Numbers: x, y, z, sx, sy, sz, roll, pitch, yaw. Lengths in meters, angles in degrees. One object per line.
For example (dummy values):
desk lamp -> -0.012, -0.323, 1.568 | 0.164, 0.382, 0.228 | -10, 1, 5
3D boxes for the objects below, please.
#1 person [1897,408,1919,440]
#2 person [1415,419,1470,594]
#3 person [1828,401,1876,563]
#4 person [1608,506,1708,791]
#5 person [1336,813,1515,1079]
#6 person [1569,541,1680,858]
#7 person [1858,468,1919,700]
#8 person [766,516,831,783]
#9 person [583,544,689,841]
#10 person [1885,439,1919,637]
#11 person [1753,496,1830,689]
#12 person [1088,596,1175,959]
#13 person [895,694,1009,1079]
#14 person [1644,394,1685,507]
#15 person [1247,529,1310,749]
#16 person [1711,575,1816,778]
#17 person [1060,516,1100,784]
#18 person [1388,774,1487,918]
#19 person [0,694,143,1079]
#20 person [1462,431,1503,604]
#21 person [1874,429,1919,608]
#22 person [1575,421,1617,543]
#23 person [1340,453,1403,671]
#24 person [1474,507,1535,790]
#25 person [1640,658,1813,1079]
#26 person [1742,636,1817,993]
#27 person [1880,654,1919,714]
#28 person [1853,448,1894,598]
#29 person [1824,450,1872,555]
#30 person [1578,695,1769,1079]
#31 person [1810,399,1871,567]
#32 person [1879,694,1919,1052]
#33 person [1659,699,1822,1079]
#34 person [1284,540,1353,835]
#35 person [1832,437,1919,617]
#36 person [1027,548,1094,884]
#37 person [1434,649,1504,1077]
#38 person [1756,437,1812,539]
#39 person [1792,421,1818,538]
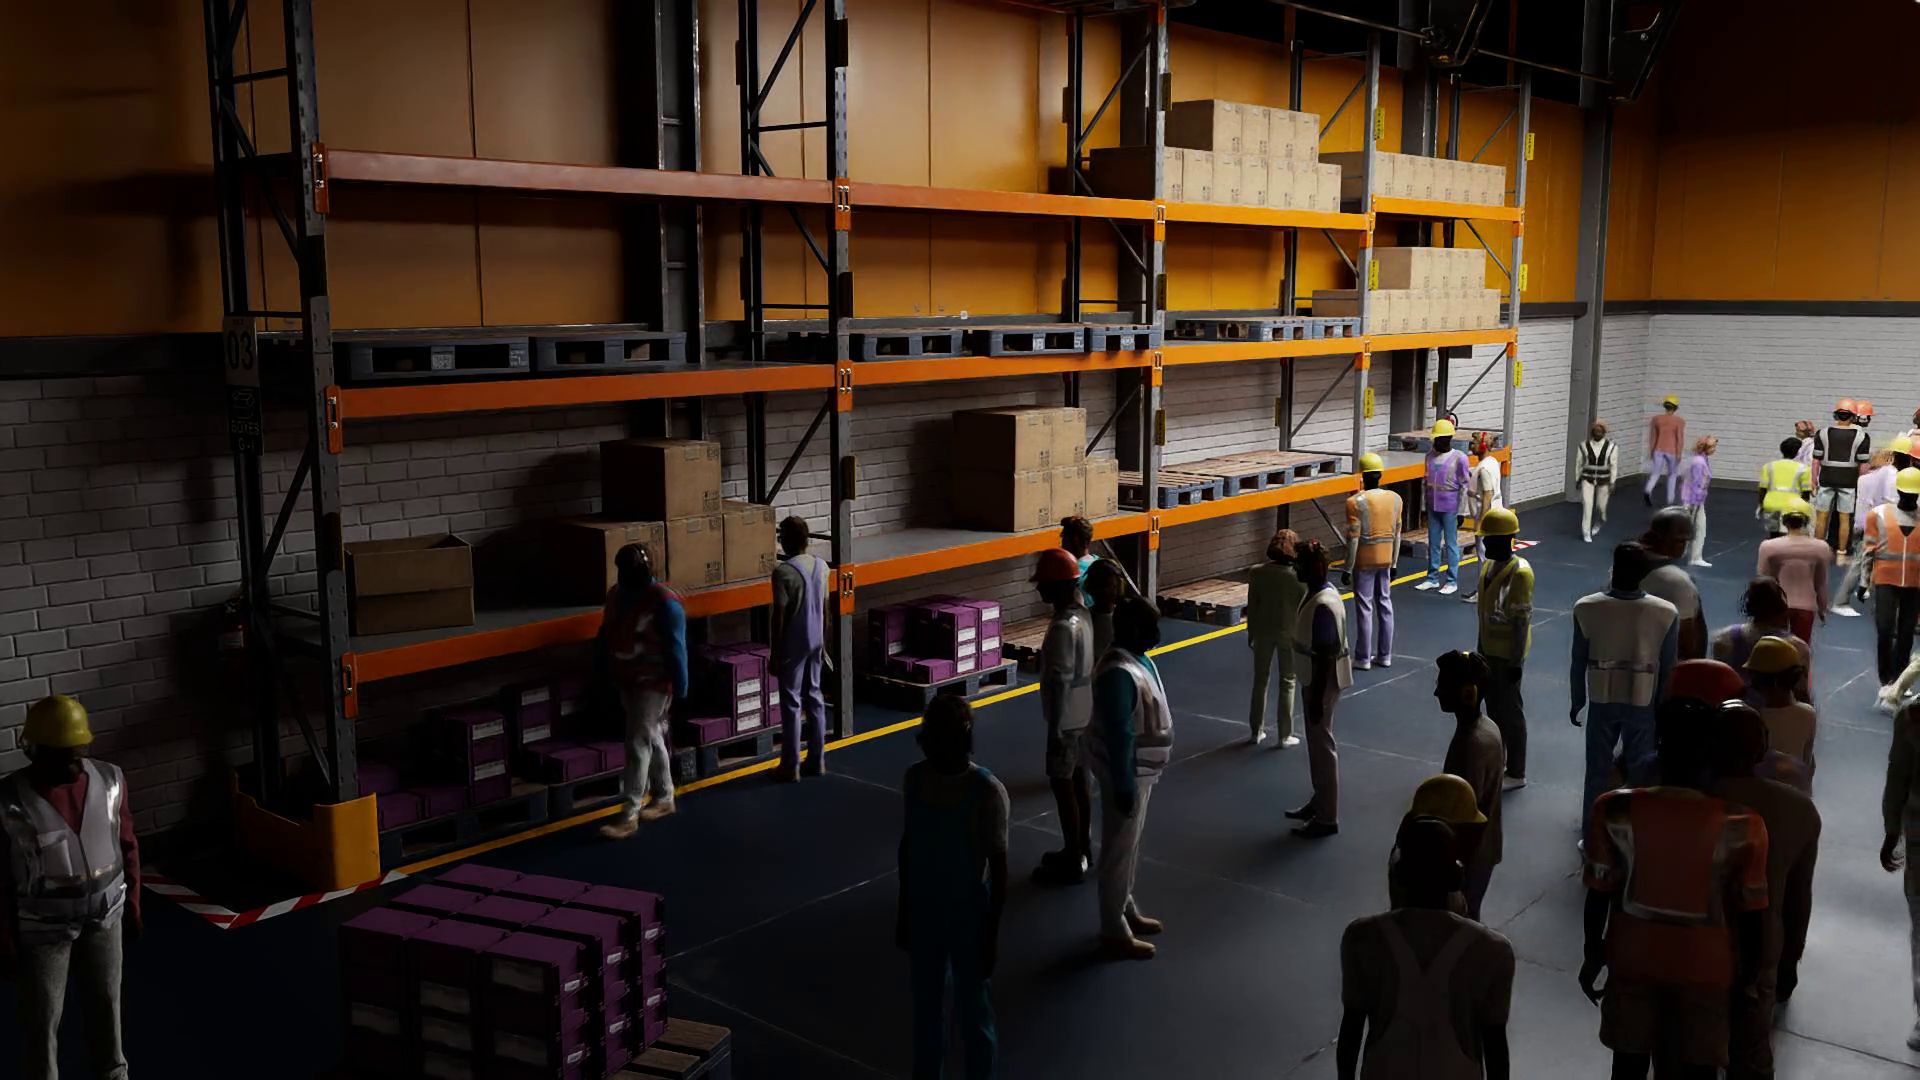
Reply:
person -> 12.002, -0.732, 20.830 | 0.576, 1.878, 0.360 | 8, 12, 42
person -> 5.303, -0.365, 18.298 | 0.384, 1.925, 0.593 | -6, 11, -33
person -> 10.928, -0.711, 20.353 | 0.412, 1.986, 0.619 | 0, 9, -1
person -> 4.433, 0.764, 10.650 | 0.670, 2.000, 0.719 | -2, 9, -10
person -> 1.396, 1.733, 5.051 | 0.502, 1.839, 0.343 | 3, 9, 18
person -> 3.895, 0.958, 9.785 | 0.593, 1.921, 0.388 | 4, 10, 22
person -> 7.763, 0.357, 13.681 | 0.632, 1.905, 0.516 | 4, 10, 23
person -> -1.106, 0.746, 11.442 | 0.353, 1.835, 0.516 | 7, 12, 40
person -> -2.070, 0.928, 10.344 | 0.641, 1.808, 0.839 | 8, 12, 43
person -> 9.202, -0.020, 16.067 | 0.542, 1.930, 0.367 | -2, 9, -12
person -> 6.518, 0.535, 13.052 | 0.544, 1.749, 0.475 | 2, 9, 14
person -> 0.878, 1.192, 8.535 | 0.429, 1.840, 0.631 | 2, 9, 14
person -> -0.048, 1.504, 6.542 | 0.519, 1.844, 0.345 | 6, 11, 35
person -> 10.675, -1.344, 25.207 | 0.742, 1.741, 0.529 | -8, 12, -42
person -> 2.350, 0.726, 12.247 | 0.506, 1.624, 0.288 | 5, 10, 28
person -> 4.377, 1.110, 9.135 | 0.438, 1.814, 0.626 | -7, 11, -39
person -> 0.838, 0.753, 11.344 | 0.396, 1.847, 0.565 | 4, 10, 23
person -> 1.646, 1.664, 5.848 | 0.341, 1.736, 0.486 | -1, 9, -4
person -> -3.542, 1.500, 6.606 | 0.403, 1.825, 0.592 | 6, 11, 36
person -> 5.589, -0.239, 17.737 | 0.391, 1.848, 0.563 | 3, 9, 19
person -> 9.887, -0.201, 17.293 | 0.643, 1.913, 0.410 | 8, 12, 41
person -> 8.414, -0.791, 22.028 | 0.526, 1.614, 0.658 | 3, 9, 19
person -> 3.620, 0.194, 14.700 | 0.589, 1.924, 0.384 | -4, 10, -24
person -> 3.656, 0.729, 11.287 | 0.408, 1.918, 0.584 | -1, 9, -9
person -> 2.913, 1.458, 6.356 | 0.669, 1.998, 0.878 | 3, 9, 19
person -> 3.829, 1.327, 7.905 | 0.522, 1.768, 0.313 | -6, 10, -33
person -> 7.669, 0.643, 12.894 | 0.879, 1.591, 0.505 | 6, 11, 36
person -> 9.954, -0.175, 18.014 | 0.500, 1.634, 0.286 | 2, 9, 14
person -> 10.932, -0.613, 20.499 | 0.485, 1.739, 0.314 | 8, 12, 42
person -> 2.557, 1.522, 5.997 | 0.611, 1.964, 0.364 | 4, 10, 26
person -> 10.610, -0.687, 20.073 | 0.613, 2.028, 0.409 | 5, 10, 32
person -> 4.446, 1.319, 7.400 | 0.614, 1.934, 0.510 | 8, 12, 42
person -> 2.765, 1.530, 6.036 | 0.635, 1.937, 0.353 | -1, 9, -9
person -> 2.247, 0.909, 10.356 | 0.374, 1.842, 0.582 | 1, 9, 6
person -> 9.413, -0.120, 16.978 | 0.843, 1.863, 0.608 | 4, 10, 23
person -> 0.576, 0.998, 9.518 | 0.387, 1.928, 0.548 | 3, 9, 16
person -> 2.178, 1.392, 7.200 | 0.327, 1.859, 0.510 | 3, 9, 18
person -> 9.456, -0.352, 19.127 | 0.543, 1.650, 0.877 | 7, 12, 40
person -> 11.041, -0.749, 21.757 | 0.324, 1.626, 0.522 | 0, 9, 3
